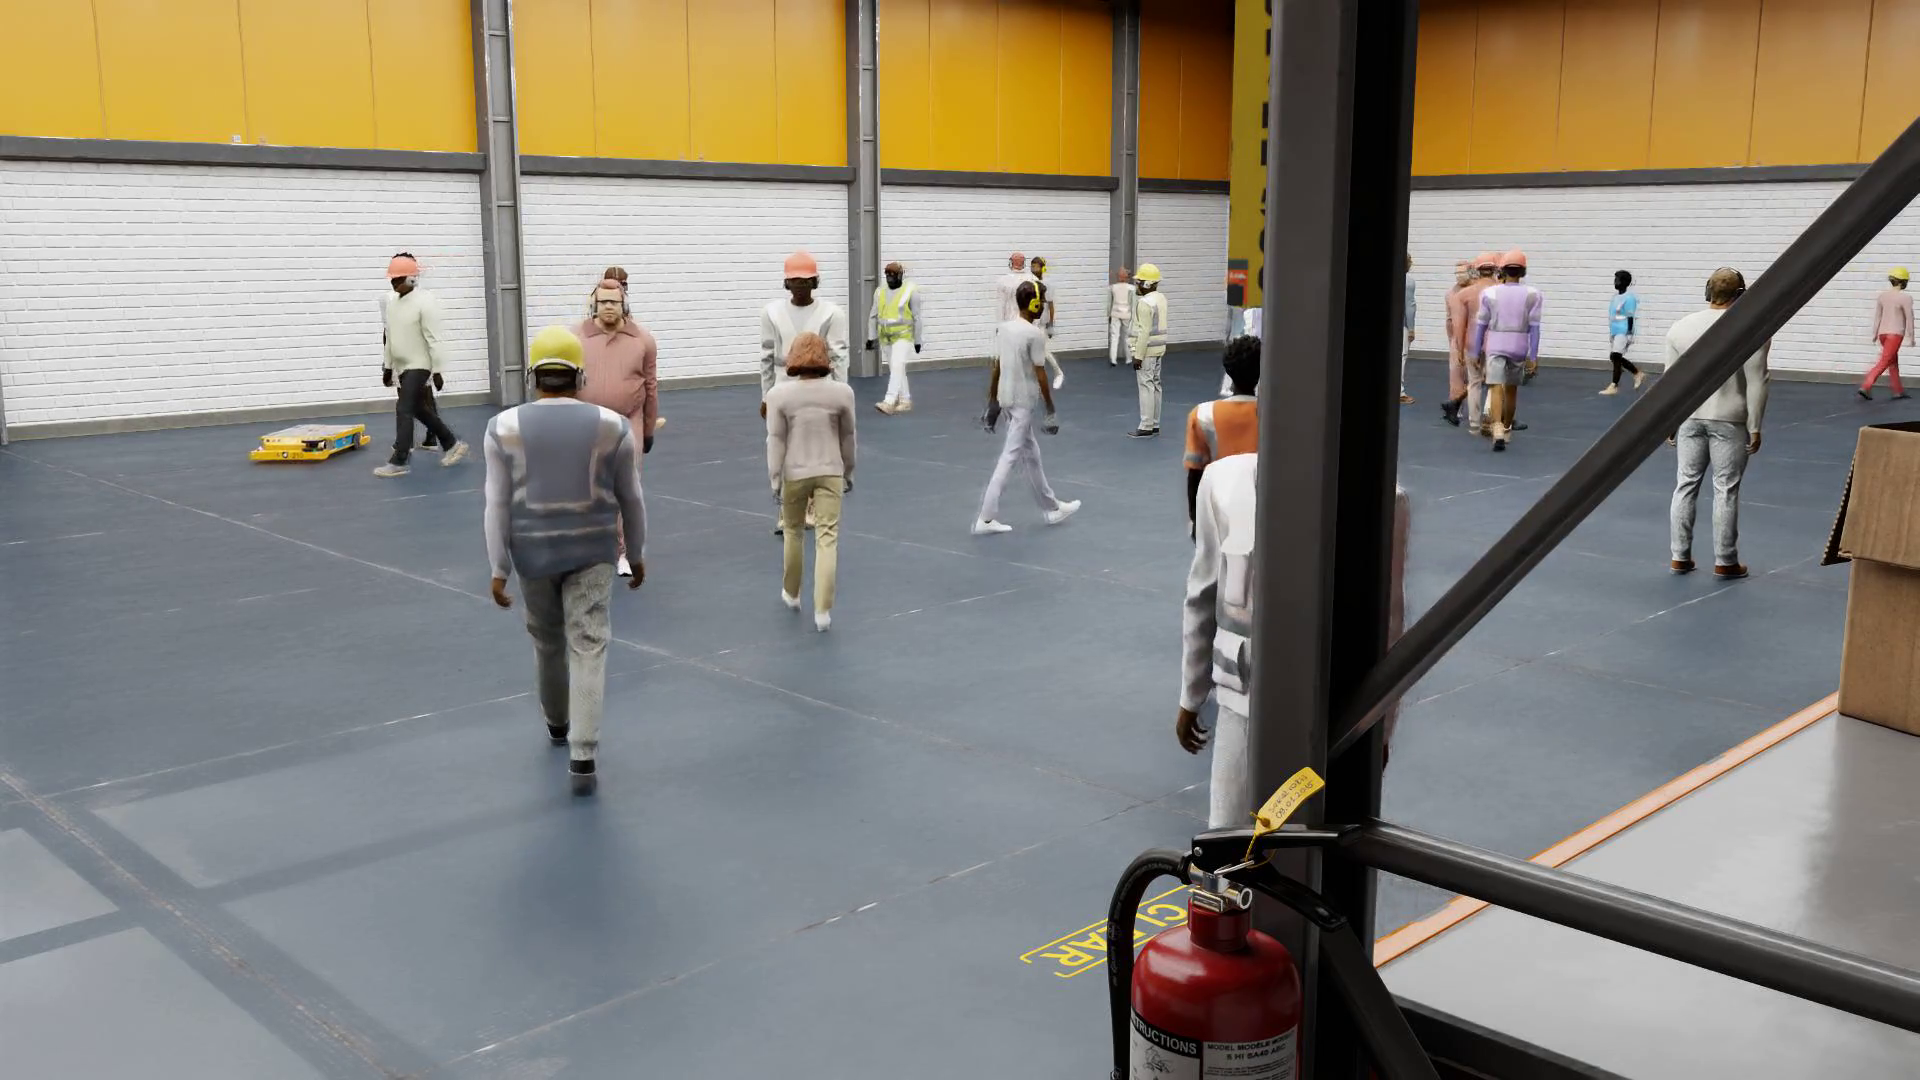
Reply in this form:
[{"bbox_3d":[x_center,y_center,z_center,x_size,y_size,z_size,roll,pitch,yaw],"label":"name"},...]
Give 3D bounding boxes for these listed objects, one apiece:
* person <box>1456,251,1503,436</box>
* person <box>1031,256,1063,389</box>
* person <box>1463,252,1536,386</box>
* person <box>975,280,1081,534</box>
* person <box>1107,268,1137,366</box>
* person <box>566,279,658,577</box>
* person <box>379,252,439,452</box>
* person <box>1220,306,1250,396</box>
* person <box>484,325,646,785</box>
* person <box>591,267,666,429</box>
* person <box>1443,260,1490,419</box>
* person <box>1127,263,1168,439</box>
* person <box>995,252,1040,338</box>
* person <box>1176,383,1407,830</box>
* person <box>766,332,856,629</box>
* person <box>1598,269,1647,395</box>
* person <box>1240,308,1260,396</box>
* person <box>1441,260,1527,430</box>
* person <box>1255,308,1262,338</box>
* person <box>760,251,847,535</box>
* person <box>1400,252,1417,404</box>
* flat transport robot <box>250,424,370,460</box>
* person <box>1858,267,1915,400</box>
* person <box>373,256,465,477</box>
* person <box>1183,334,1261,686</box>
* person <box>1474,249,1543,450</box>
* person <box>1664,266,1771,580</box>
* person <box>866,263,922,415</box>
[{"bbox_3d":[5.550,-2.062,17.567,0.628,1.976,0.811,4,11,20],"label":"person"},{"bbox_3d":[1.086,-2.967,22.852,0.546,1.850,0.765,10,14,43],"label":"person"},{"bbox_3d":[7.726,-3.136,23.642,0.930,1.904,0.546,7,13,34],"label":"person"},{"bbox_3d":[0.494,-0.958,12.009,0.991,1.803,0.533,-6,12,-30],"label":"person"},{"bbox_3d":[2.648,-3.657,27.316,0.531,1.591,0.870,4,11,19],"label":"person"},{"bbox_3d":[-2.265,-0.751,10.737,0.637,1.867,0.968,-2,11,-10],"label":"person"},{"bbox_3d":[-5.425,-1.845,16.411,0.368,1.966,0.603,9,14,42],"label":"person"},{"bbox_3d":[3.787,-2.710,22.161,0.883,1.580,0.526,-7,12,-32],"label":"person"},{"bbox_3d":[-1.564,0.040,6.645,0.614,1.781,0.949,-2,11,-12],"label":"person"},{"bbox_3d":[-3.473,-1.930,17.335,0.940,1.794,0.639,-6,12,-30],"label":"person"},{"bbox_3d":[6.010,-2.344,19.459,0.677,1.859,0.922,9,14,41],"label":"person"},{"bbox_3d":[1.966,-1.987,17.538,0.403,1.837,0.586,5,11,25],"label":"person"},{"bbox_3d":[0.758,-2.870,22.161,0.640,1.909,0.409,-4,11,-20],"label":"person"},{"bbox_3d":[0.881,0.415,4.364,0.586,1.866,0.715,8,13,37],"label":"person"},{"bbox_3d":[-0.827,-0.346,9.233,0.500,1.597,0.814,-2,11,-9],"label":"person"},{"bbox_3d":[8.905,-2.767,22.211,0.633,1.684,0.541,-1,10,-4],"label":"person"},{"bbox_3d":[3.236,-1.896,17.646,0.678,1.614,0.516,-8,13,-36],"label":"person"},{"bbox_3d":[5.819,-2.159,18.330,0.850,1.903,0.546,4,11,20],"label":"person"},{"bbox_3d":[3.234,-1.830,16.459,0.625,1.917,0.619,2,11,12],"label":"person"},{"bbox_3d":[-1.126,-1.022,11.791,0.644,2.009,0.909,0,10,2],"label":"person"},{"bbox_3d":[5.565,-2.701,21.161,0.365,1.936,0.643,-5,11,-24],"label":"person"},{"bbox_3d":[-6.327,-0.967,16.249,0.652,0.197,1.431,0,10,-1],"label":"flat transport robot"},{"bbox_3d":[12.080,-2.675,21.601,0.900,1.729,0.529,-3,11,-14],"label":"person"},{"bbox_3d":[-4.900,-1.581,15.011,0.617,1.958,0.990,9,13,39],"label":"person"},{"bbox_3d":[1.303,-0.098,7.653,0.539,1.683,0.394,3,11,15],"label":"person"},{"bbox_3d":[5.479,-1.906,16.654,0.619,2.005,1.003,3,11,15],"label":"person"},{"bbox_3d":[4.690,-0.723,10.367,0.376,1.940,0.629,-10,14,-44],"label":"person"},{"bbox_3d":[-0.822,-2.394,19.858,0.624,1.793,0.955,7,12,32],"label":"person"}]
